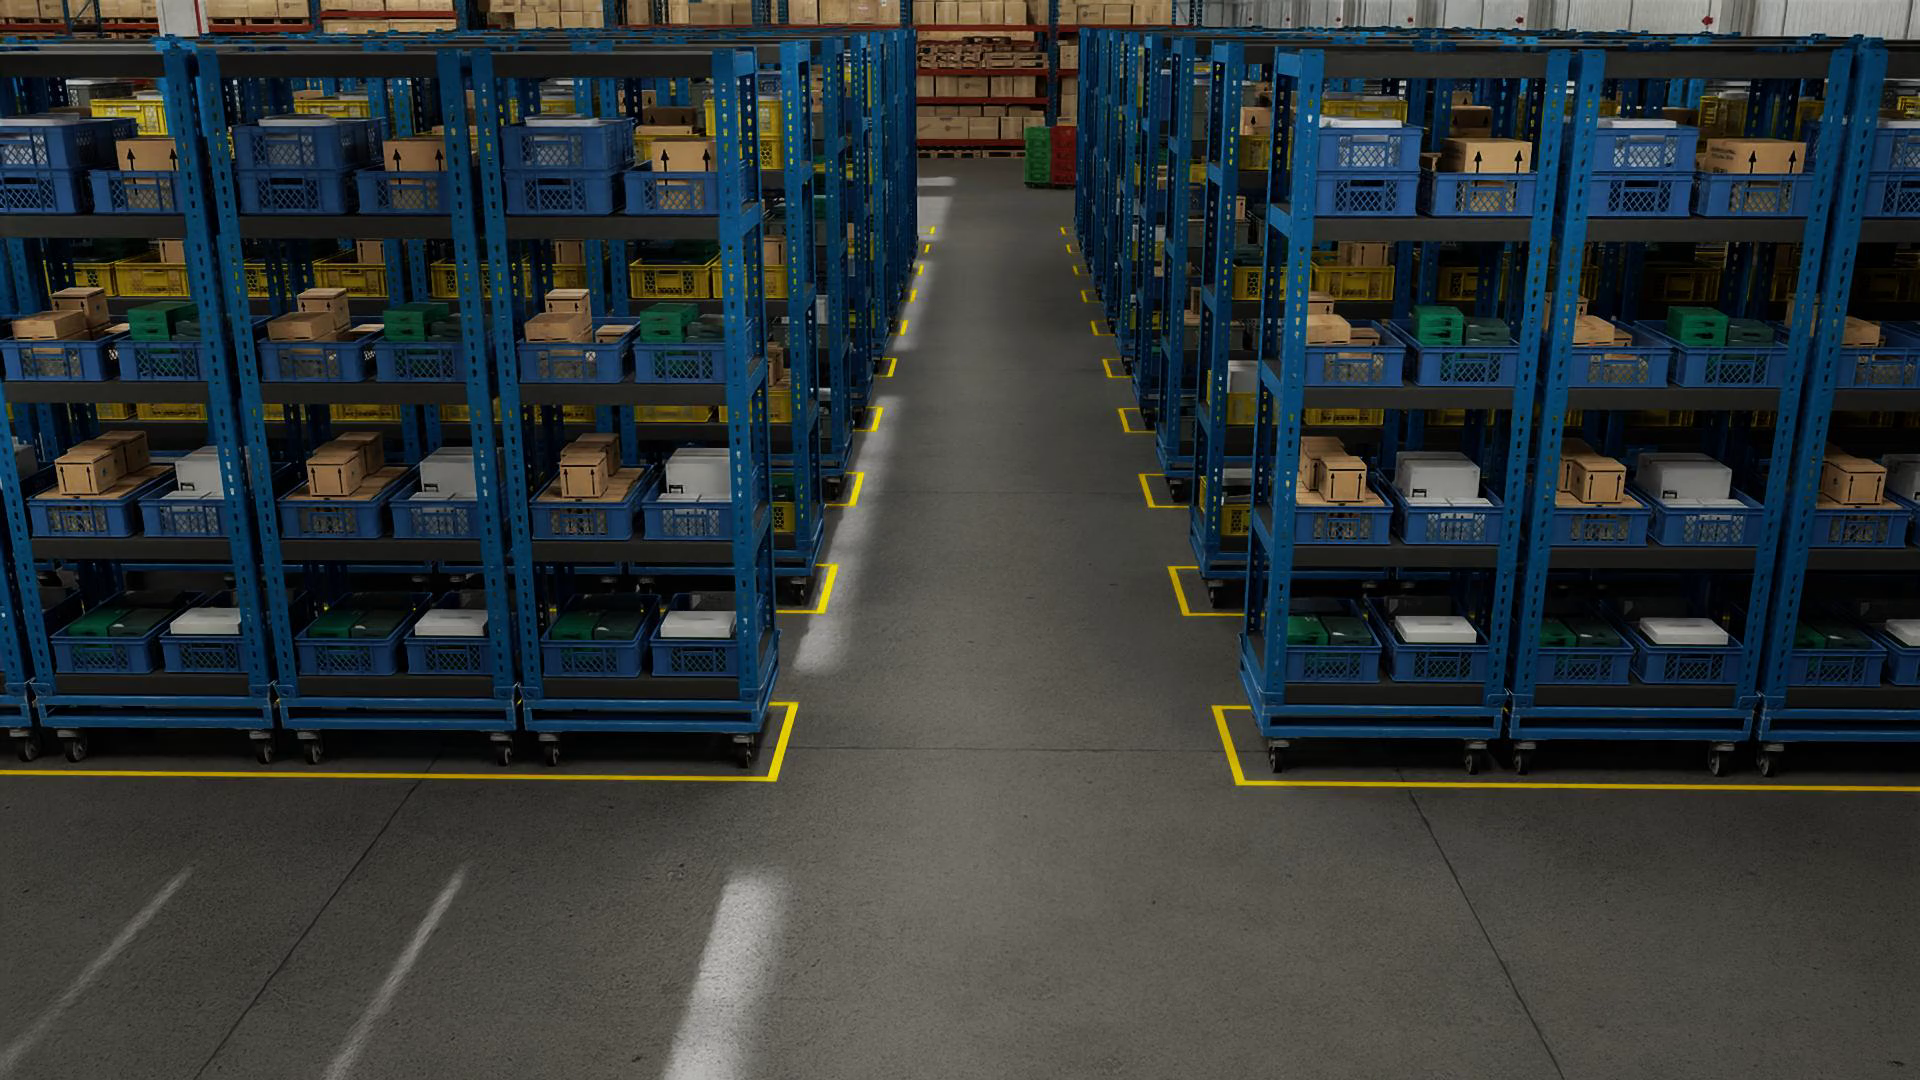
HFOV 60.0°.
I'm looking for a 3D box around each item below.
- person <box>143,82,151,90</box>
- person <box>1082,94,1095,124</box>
[{"bbox_3d":[-28.095,-14.982,57.456,0.669,1.608,0.524,-15,23,-40],"label":"person"},{"bbox_3d":[3.331,-10.501,42.586,0.610,1.985,0.415,-2,18,-7],"label":"person"}]
